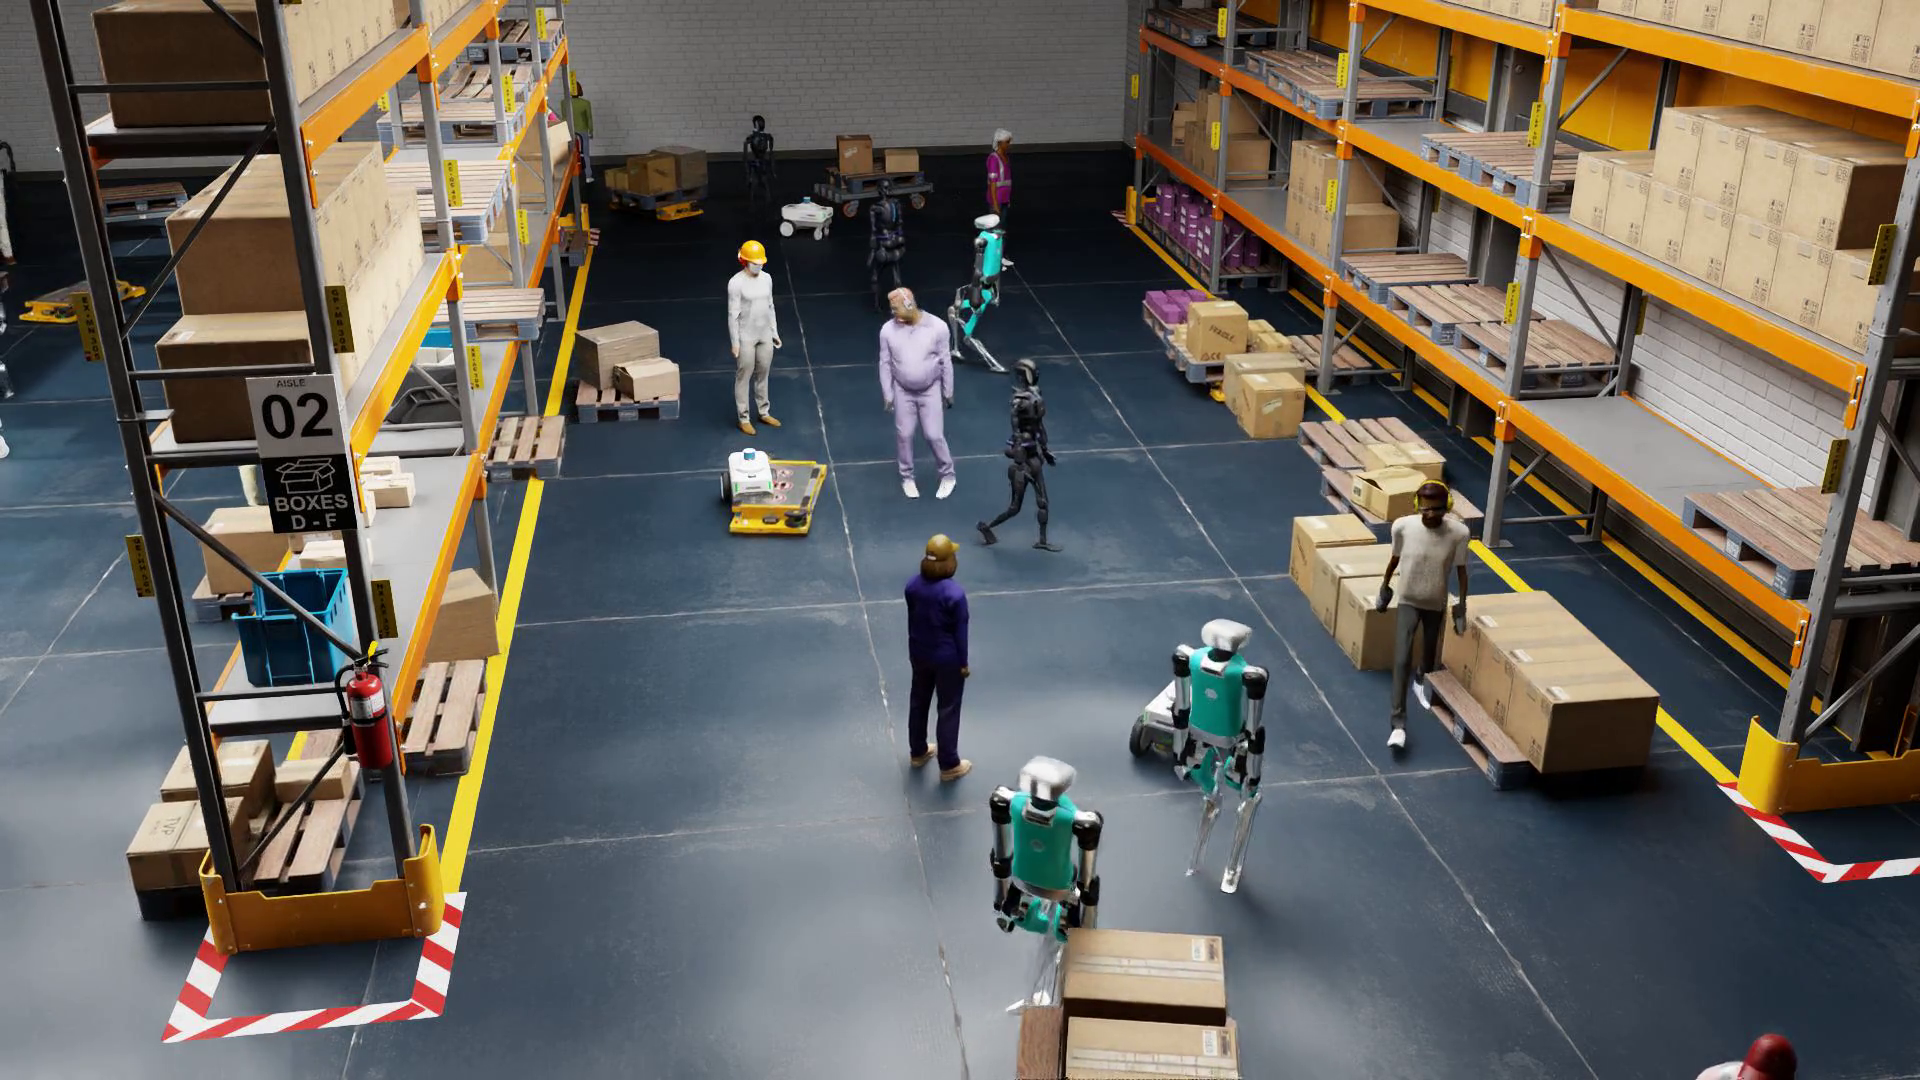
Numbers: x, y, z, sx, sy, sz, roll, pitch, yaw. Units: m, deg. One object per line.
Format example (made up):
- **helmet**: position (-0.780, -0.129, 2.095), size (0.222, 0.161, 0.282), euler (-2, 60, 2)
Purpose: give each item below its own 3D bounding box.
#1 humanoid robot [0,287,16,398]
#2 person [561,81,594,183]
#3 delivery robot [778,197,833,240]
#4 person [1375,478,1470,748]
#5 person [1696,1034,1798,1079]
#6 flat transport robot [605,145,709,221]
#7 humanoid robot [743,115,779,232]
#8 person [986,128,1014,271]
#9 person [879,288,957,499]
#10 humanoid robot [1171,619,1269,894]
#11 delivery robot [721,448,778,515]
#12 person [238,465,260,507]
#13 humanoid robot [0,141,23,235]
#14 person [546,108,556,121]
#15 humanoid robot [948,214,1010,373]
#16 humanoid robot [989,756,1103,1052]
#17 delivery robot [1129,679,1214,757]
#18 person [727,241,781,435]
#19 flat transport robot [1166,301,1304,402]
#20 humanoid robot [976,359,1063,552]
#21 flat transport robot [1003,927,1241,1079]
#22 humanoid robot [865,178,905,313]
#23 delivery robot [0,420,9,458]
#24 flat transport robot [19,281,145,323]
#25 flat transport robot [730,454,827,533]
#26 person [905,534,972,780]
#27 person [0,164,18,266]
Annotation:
- **humanoid robot**: position (-9.939, -2.134, 16.815), size (0.542, 1.821, 0.840), euler (-11, 26, -23)
- **person**: position (-6.233, -6.660, 27.161), size (0.491, 1.624, 0.283), euler (-2, 24, -4)
- **delivery robot**: position (-2.216, -4.605, 23.830), size (0.780, 0.608, 0.505), euler (7, 25, 16)
- **person**: position (3.015, 0.426, 10.813), size (0.557, 1.790, 1.084), euler (4, 24, 10)
- **person**: position (2.828, 2.544, 6.069), size (0.605, 1.727, 0.688), euler (18, 29, 35)
- **flat transport robot**: position (-4.613, -5.077, 25.243), size (1.431, 0.231, 0.659), euler (20, 30, 37)
- **humanoid robot**: position (-2.914, -5.300, 24.005), size (0.431, 1.644, 0.593), euler (21, 31, 39)
- **person**: position (0.528, -4.506, 21.981), size (0.336, 1.847, 0.513), euler (8, 25, 18)
- **person**: position (-0.345, -1.286, 14.638), size (0.744, 1.855, 0.449), euler (3, 24, 6)
- **humanoid robot**: position (1.494, 1.170, 9.200), size (0.530, 1.789, 0.765), euler (14, 27, 29)
- **delivery robot**: position (-1.821, -0.506, 14.476), size (0.499, 0.595, 0.792), euler (-4, 24, -10)
- **person**: position (-6.064, -1.054, 14.294), size (0.745, 1.699, 0.356), euler (3, 24, 7)
- **humanoid robot**: position (-13.696, -5.095, 23.575), size (0.618, 1.642, 0.602), euler (-11, 26, -23)
- **person**: position (-6.352, -5.837, 25.038), size (0.617, 1.836, 0.432), euler (3, 24, 6)
- **humanoid robot**: position (0.092, -2.660, 17.976), size (1.038, 1.775, 0.543), euler (14, 27, 28)
- **humanoid robot**: position (0.471, 1.697, 7.992), size (0.617, 1.774, 0.850), euler (10, 26, 22)
- **delivery robot**: position (1.465, 1.133, 10.759), size (0.499, 0.609, 0.805), euler (14, 27, 29)
- **person**: position (-2.000, -1.978, 16.173), size (0.563, 1.890, 0.371), euler (-22, 32, -40)
- **flat transport robot**: position (2.870, -1.784, 17.742), size (0.659, 0.231, 1.431), euler (-3, 24, -7)
- **humanoid robot**: position (0.502, -0.697, 13.546), size (0.694, 1.637, 0.599), euler (11, 26, 23)
- **flat transport robot**: position (0.738, 2.752, 7.408), size (1.431, 0.231, 0.659), euler (2, 24, 5)
- **humanoid robot**: position (-0.890, -3.525, 19.970), size (0.618, 1.636, 0.589), euler (18, 30, 35)
- **delivery robot**: position (-9.390, -0.993, 15.578), size (0.782, 0.589, 0.499), euler (-16, 28, -32)
- **flat transport robot**: position (-10.745, -2.939, 20.373), size (0.659, 0.231, 1.431), euler (5, 24, 11)
- **flat transport robot**: position (-1.581, -0.407, 14.605), size (0.659, 0.231, 1.431), euler (1, 24, 2)
- **person**: position (-0.119, 0.717, 10.368), size (0.455, 1.621, 0.359), euler (18, 30, 36)
- **person**: position (-13.096, -4.659, 22.258), size (0.892, 1.903, 0.624), euler (21, 31, 39)
